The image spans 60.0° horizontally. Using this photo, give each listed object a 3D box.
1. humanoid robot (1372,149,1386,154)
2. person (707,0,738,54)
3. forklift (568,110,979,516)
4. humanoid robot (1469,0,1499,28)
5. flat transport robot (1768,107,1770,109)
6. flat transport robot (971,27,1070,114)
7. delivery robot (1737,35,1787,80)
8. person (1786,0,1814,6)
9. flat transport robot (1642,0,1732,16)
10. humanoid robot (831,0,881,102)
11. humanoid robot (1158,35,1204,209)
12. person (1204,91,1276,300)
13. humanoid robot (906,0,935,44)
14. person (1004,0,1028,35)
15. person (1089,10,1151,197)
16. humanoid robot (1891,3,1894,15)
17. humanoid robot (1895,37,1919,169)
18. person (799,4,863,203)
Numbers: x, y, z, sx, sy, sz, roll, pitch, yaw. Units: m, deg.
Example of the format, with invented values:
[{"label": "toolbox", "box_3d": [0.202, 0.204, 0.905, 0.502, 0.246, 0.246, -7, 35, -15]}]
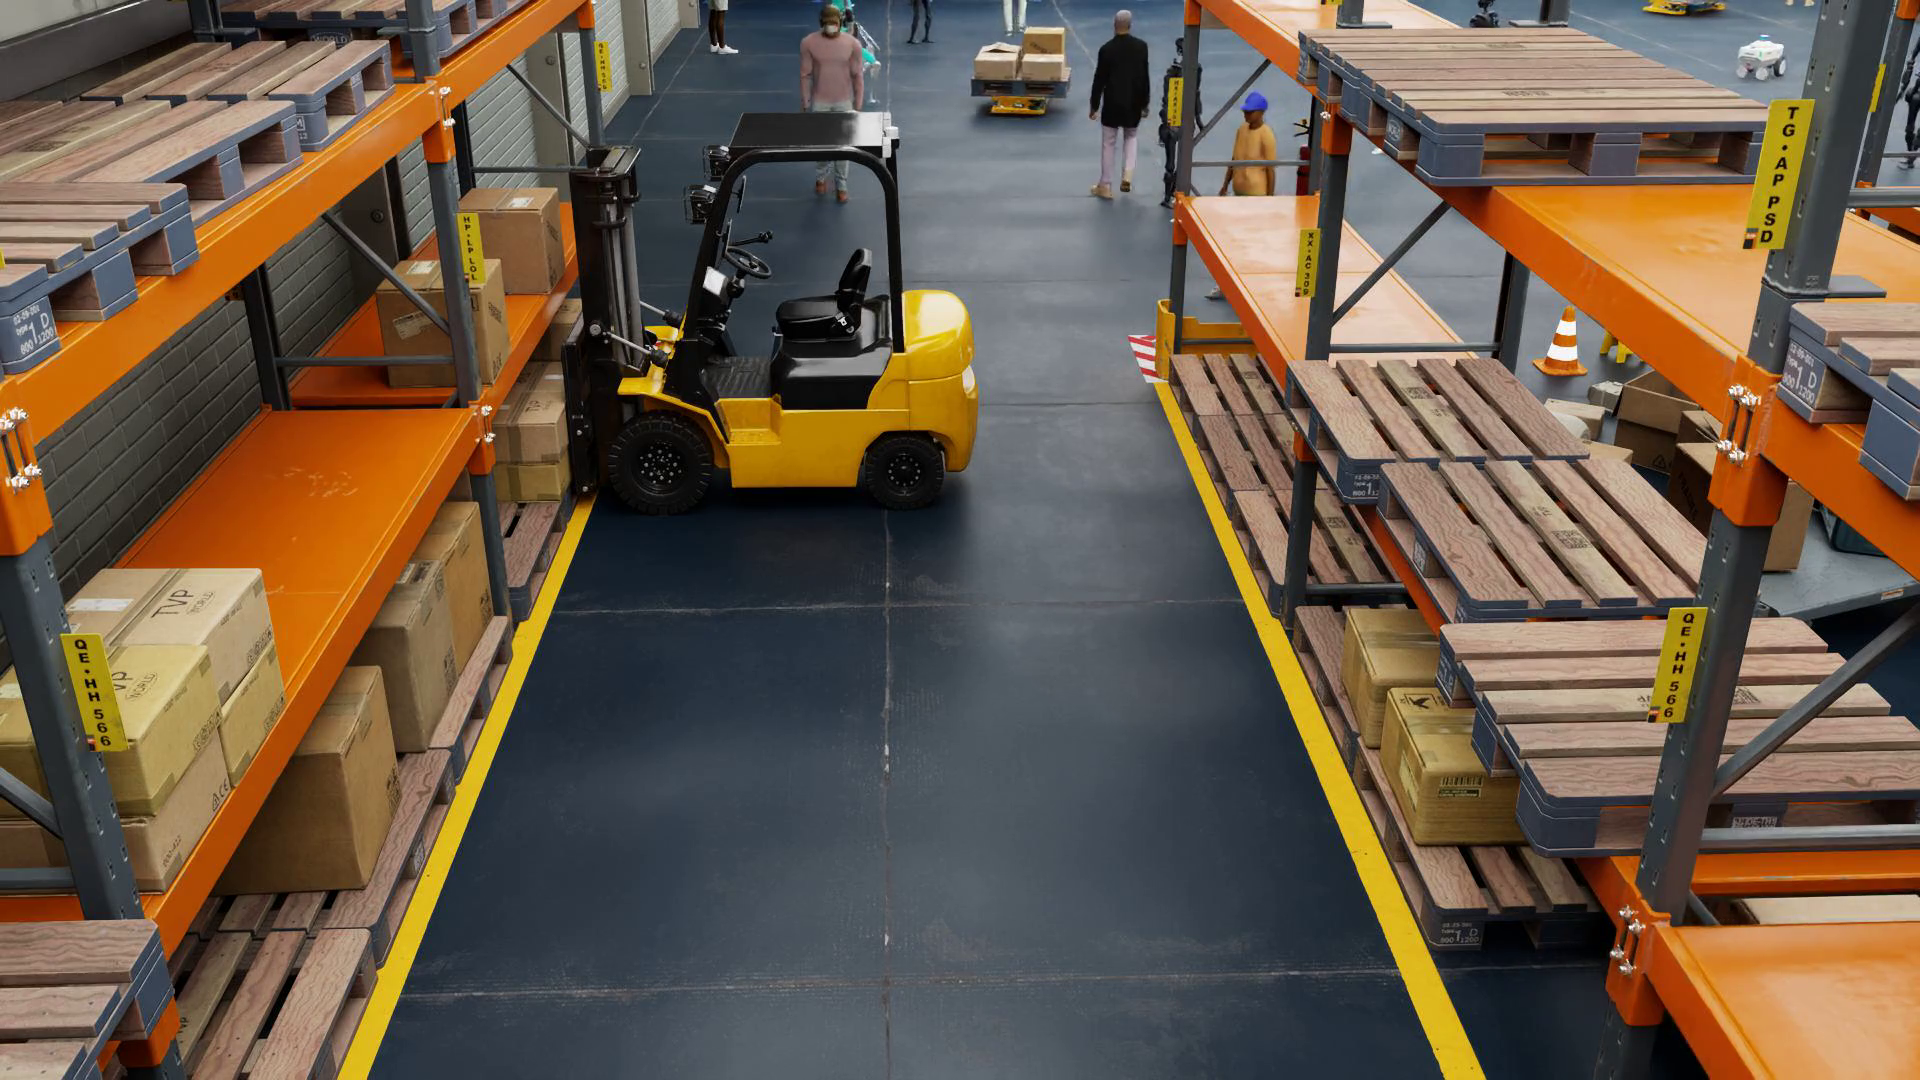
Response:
[{"label": "humanoid robot", "box_3d": [4.848, -5.218, 18.631, 0.843, 1.749, 0.553, -1, 25, -3]}, {"label": "person", "box_3d": [-3.635, -8.271, 24.911, 0.377, 1.901, 0.540, -15, 29, -29]}, {"label": "forklift", "box_3d": [-1.043, -1.379, 9.976, 2.313, 2.155, 1.214, -1, 25, -2]}, {"label": "humanoid robot", "box_3d": [6.108, -5.623, 19.553, 0.600, 1.645, 0.392, -19, 31, -35]}, {"label": "flat transport robot", "box_3d": [8.294, -3.974, 17.719, 1.431, 0.231, 0.659, -4, 26, -8]}, {"label": "flat transport robot", "box_3d": [0.787, -5.673, 21.318, 0.659, 0.231, 1.431, 2, 25, 5]}, {"label": "delivery robot", "box_3d": [11.219, -6.750, 23.269, 0.771, 0.599, 0.523, -20, 32, -37]}, {"label": "person", "box_3d": [15.232, -10.532, 29.734, 0.528, 1.877, 0.422, 12, 28, 24]}, {"label": "flat transport robot", "box_3d": [12.714, -9.383, 29.173, 1.431, 0.231, 0.659, -16, 30, -30]}, {"label": "humanoid robot", "box_3d": [-1.291, -6.537, 21.464, 0.806, 1.796, 0.532, -11, 27, -22]}, {"label": "humanoid robot", "box_3d": [2.148, -4.145, 16.440, 0.597, 1.662, 0.461, -21, 33, -37]}, {"label": "person", "box_3d": [2.415, -2.872, 13.736, 0.893, 1.671, 0.444, -12, 28, -23]}, {"label": "humanoid robot", "box_3d": [-0.575, -8.527, 25.729, 0.394, 1.637, 0.613, 18, 31, 33]}, {"label": "person", "box_3d": [0.891, -9.029, 26.704, 0.586, 1.726, 0.717, 7, 26, 15]}, {"label": "person", "box_3d": [1.606, -4.351, 16.672, 0.612, 1.838, 0.418, -6, 26, -12]}, {"label": "humanoid robot", "box_3d": [15.949, -9.816, 28.496, 0.788, 1.620, 0.607, 9, 27, 19]}, {"label": "humanoid robot", "box_3d": [10.437, -4.856, 17.954, 0.579, 1.638, 0.601, -18, 31, -34]}, {"label": "person", "box_3d": [-1.273, -4.341, 16.568, 0.642, 1.918, 0.445, -4, 26, -9]}]
